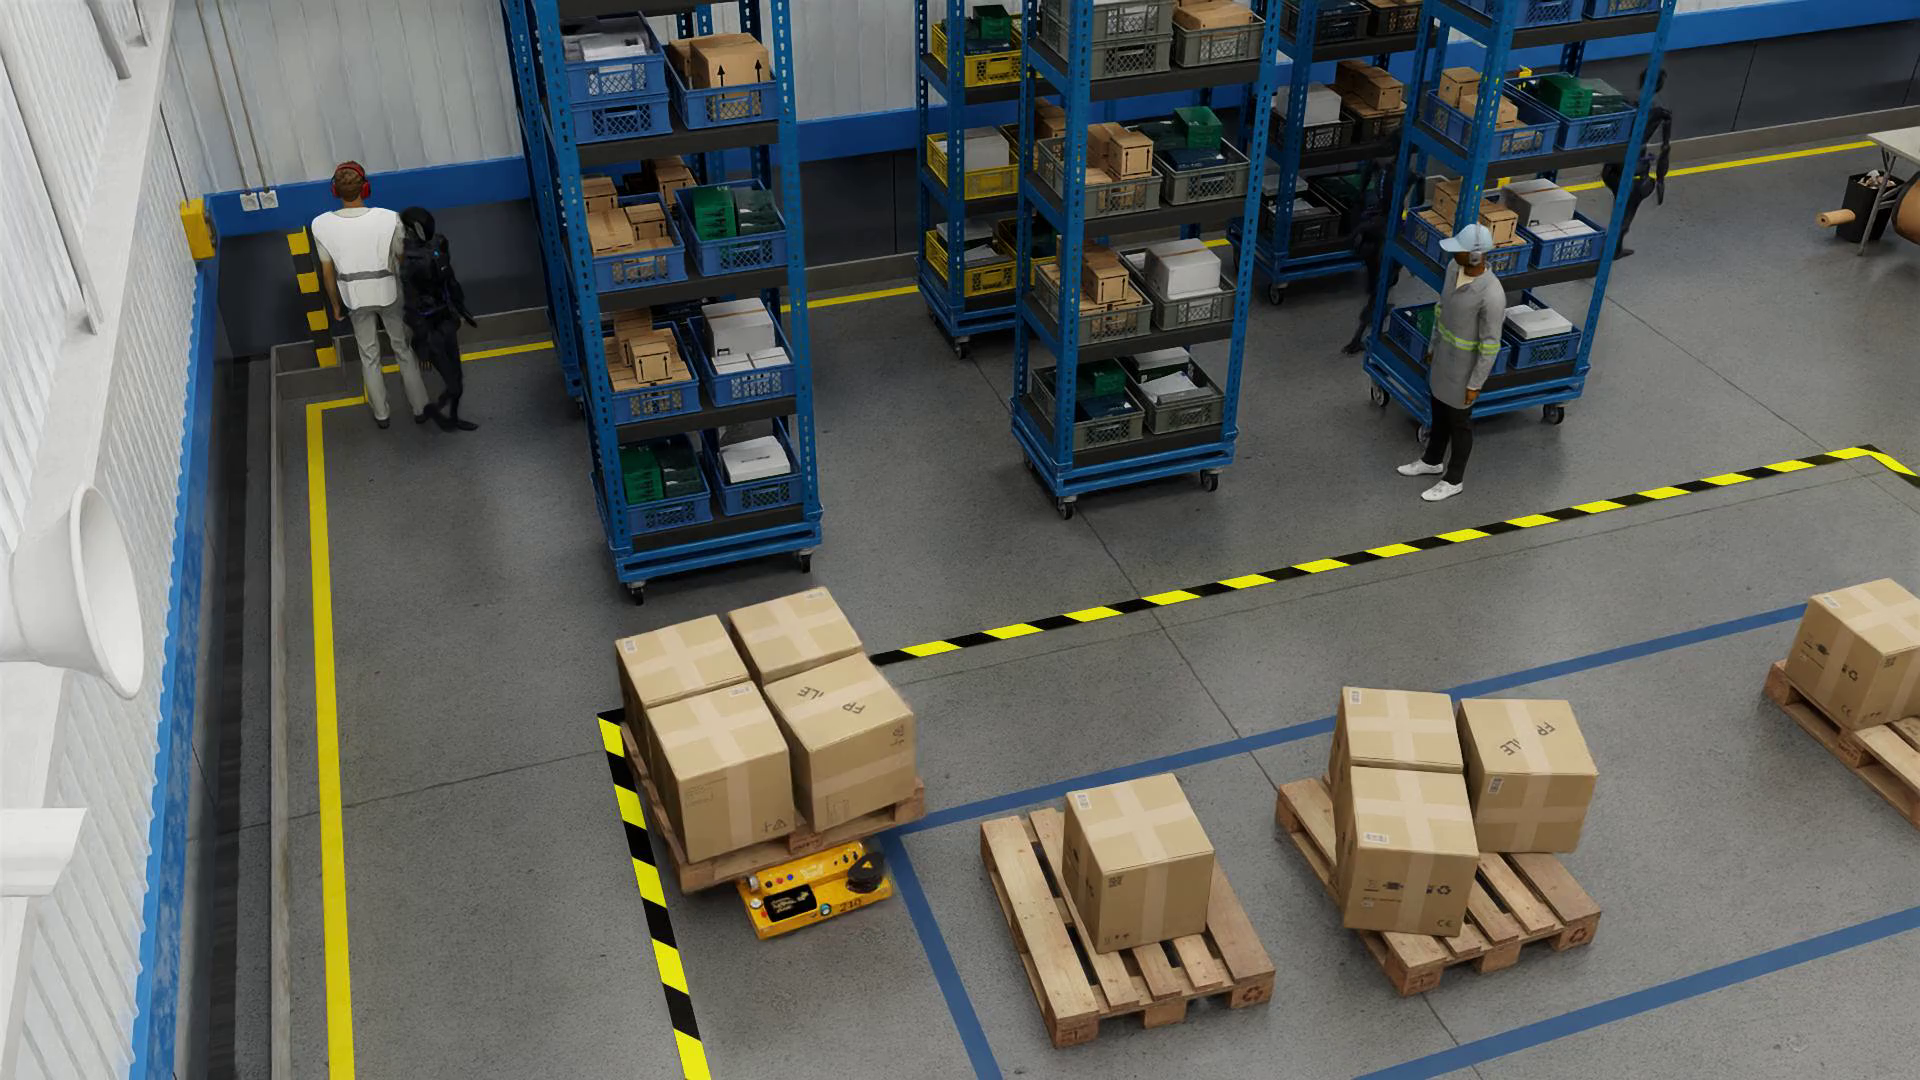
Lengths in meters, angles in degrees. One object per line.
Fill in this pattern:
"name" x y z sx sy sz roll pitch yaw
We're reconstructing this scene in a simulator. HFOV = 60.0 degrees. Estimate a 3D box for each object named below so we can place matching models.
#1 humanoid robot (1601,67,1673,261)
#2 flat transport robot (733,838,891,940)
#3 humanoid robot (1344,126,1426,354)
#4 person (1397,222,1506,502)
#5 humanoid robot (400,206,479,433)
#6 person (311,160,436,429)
"humanoid robot" 5.188 -2.878 12.945 0.736 1.636 0.599 -20 40 -26
"flat transport robot" -0.912 1.305 8.181 0.652 0.197 1.431 -15 38 -20
"humanoid robot" 3.066 -2.177 11.958 0.785 1.620 0.609 -28 44 -34
"person" 3.033 -1.093 10.232 0.389 1.849 0.595 -8 36 -12
"humanoid robot" -3.412 -1.421 10.850 0.359 1.648 0.592 8 36 11
"person" -3.842 -1.575 10.920 0.569 1.843 0.375 -8 36 -11
